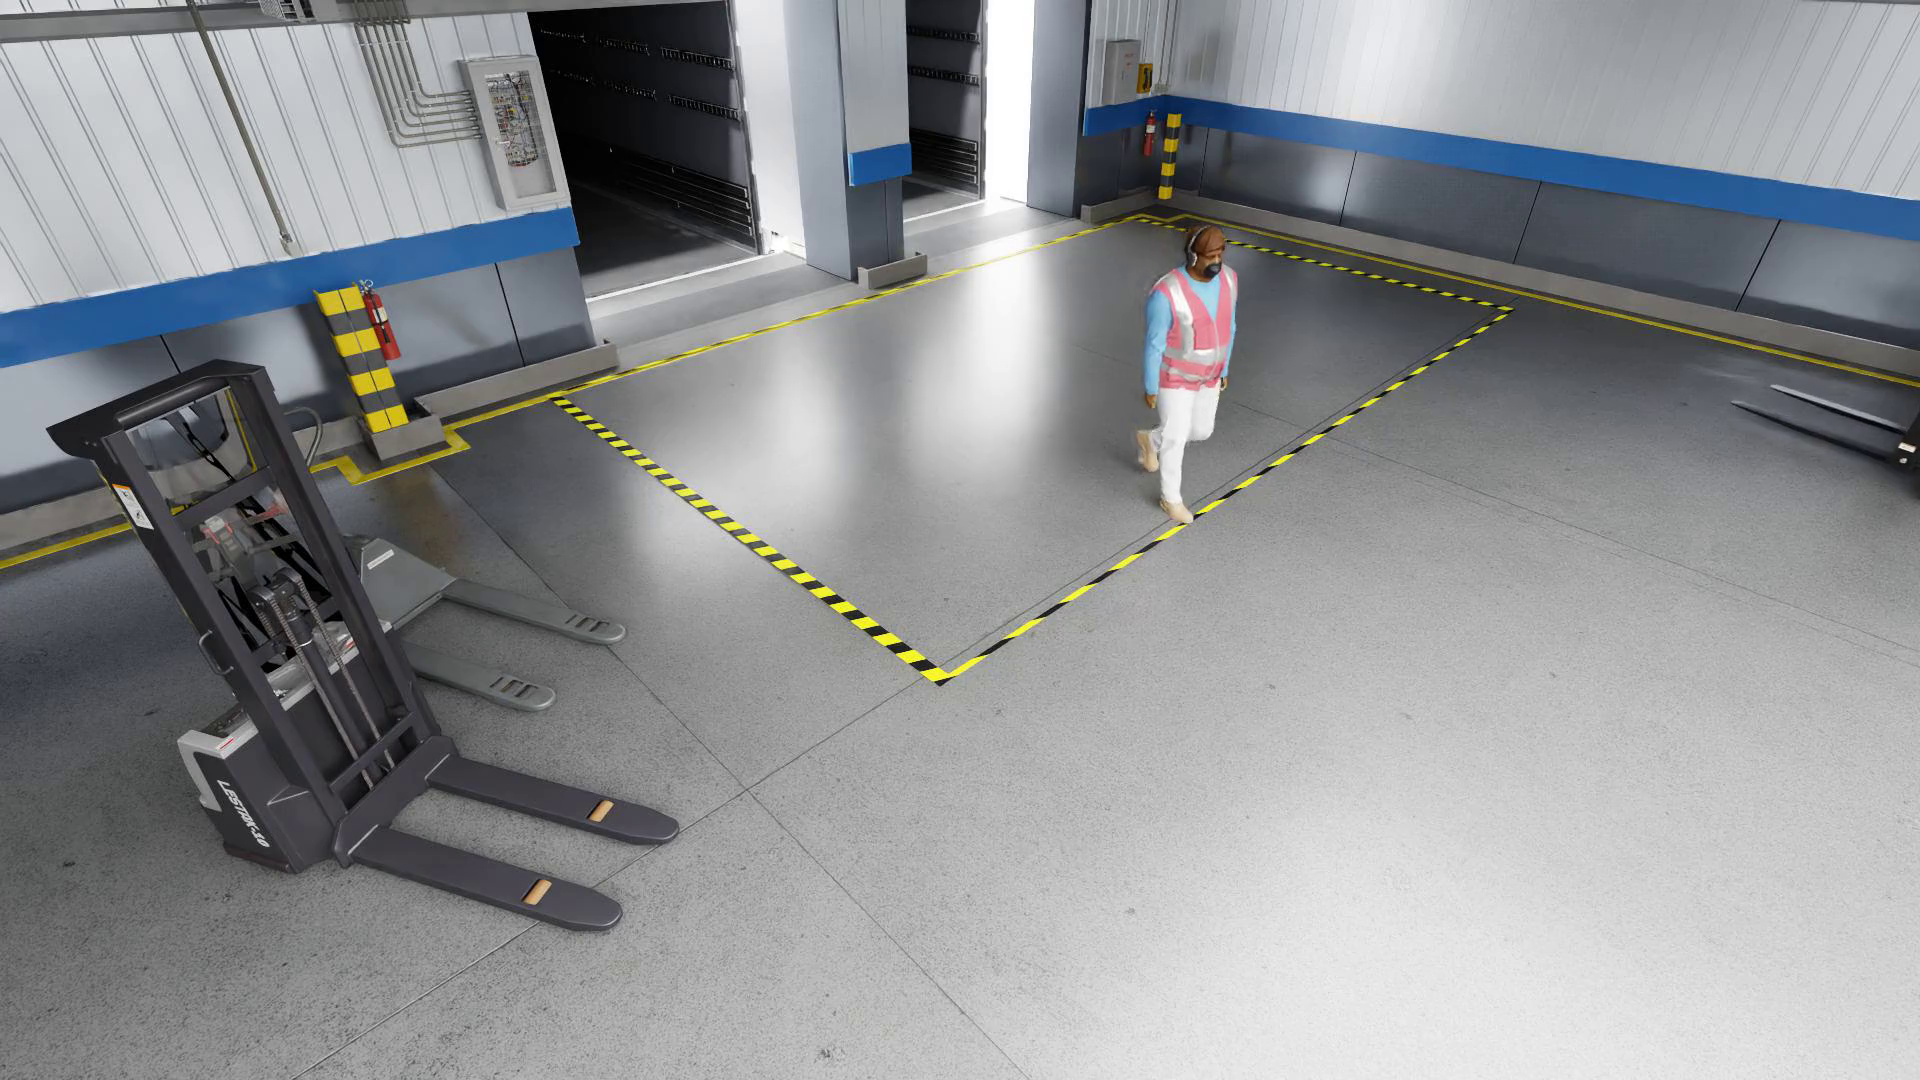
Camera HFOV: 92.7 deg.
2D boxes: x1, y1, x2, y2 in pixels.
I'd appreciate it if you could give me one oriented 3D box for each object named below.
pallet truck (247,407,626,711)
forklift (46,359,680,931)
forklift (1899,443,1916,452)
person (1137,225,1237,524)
[{"bbox_3d":[-2.628,0.038,4.590,1.601,1.201,0.680,12,36,18],"label":"pallet truck"},{"bbox_3d":[-2.135,0.422,3.354,1.885,1.965,0.823,10,35,14],"label":"forklift"},{"bbox_3d":[7.360,-0.815,4.857,1.157,2.036,2.680,-18,38,-24],"label":"forklift"},{"bbox_3d":[1.353,-1.033,5.646,0.624,1.825,0.730,-18,38,-25],"label":"person"}]
